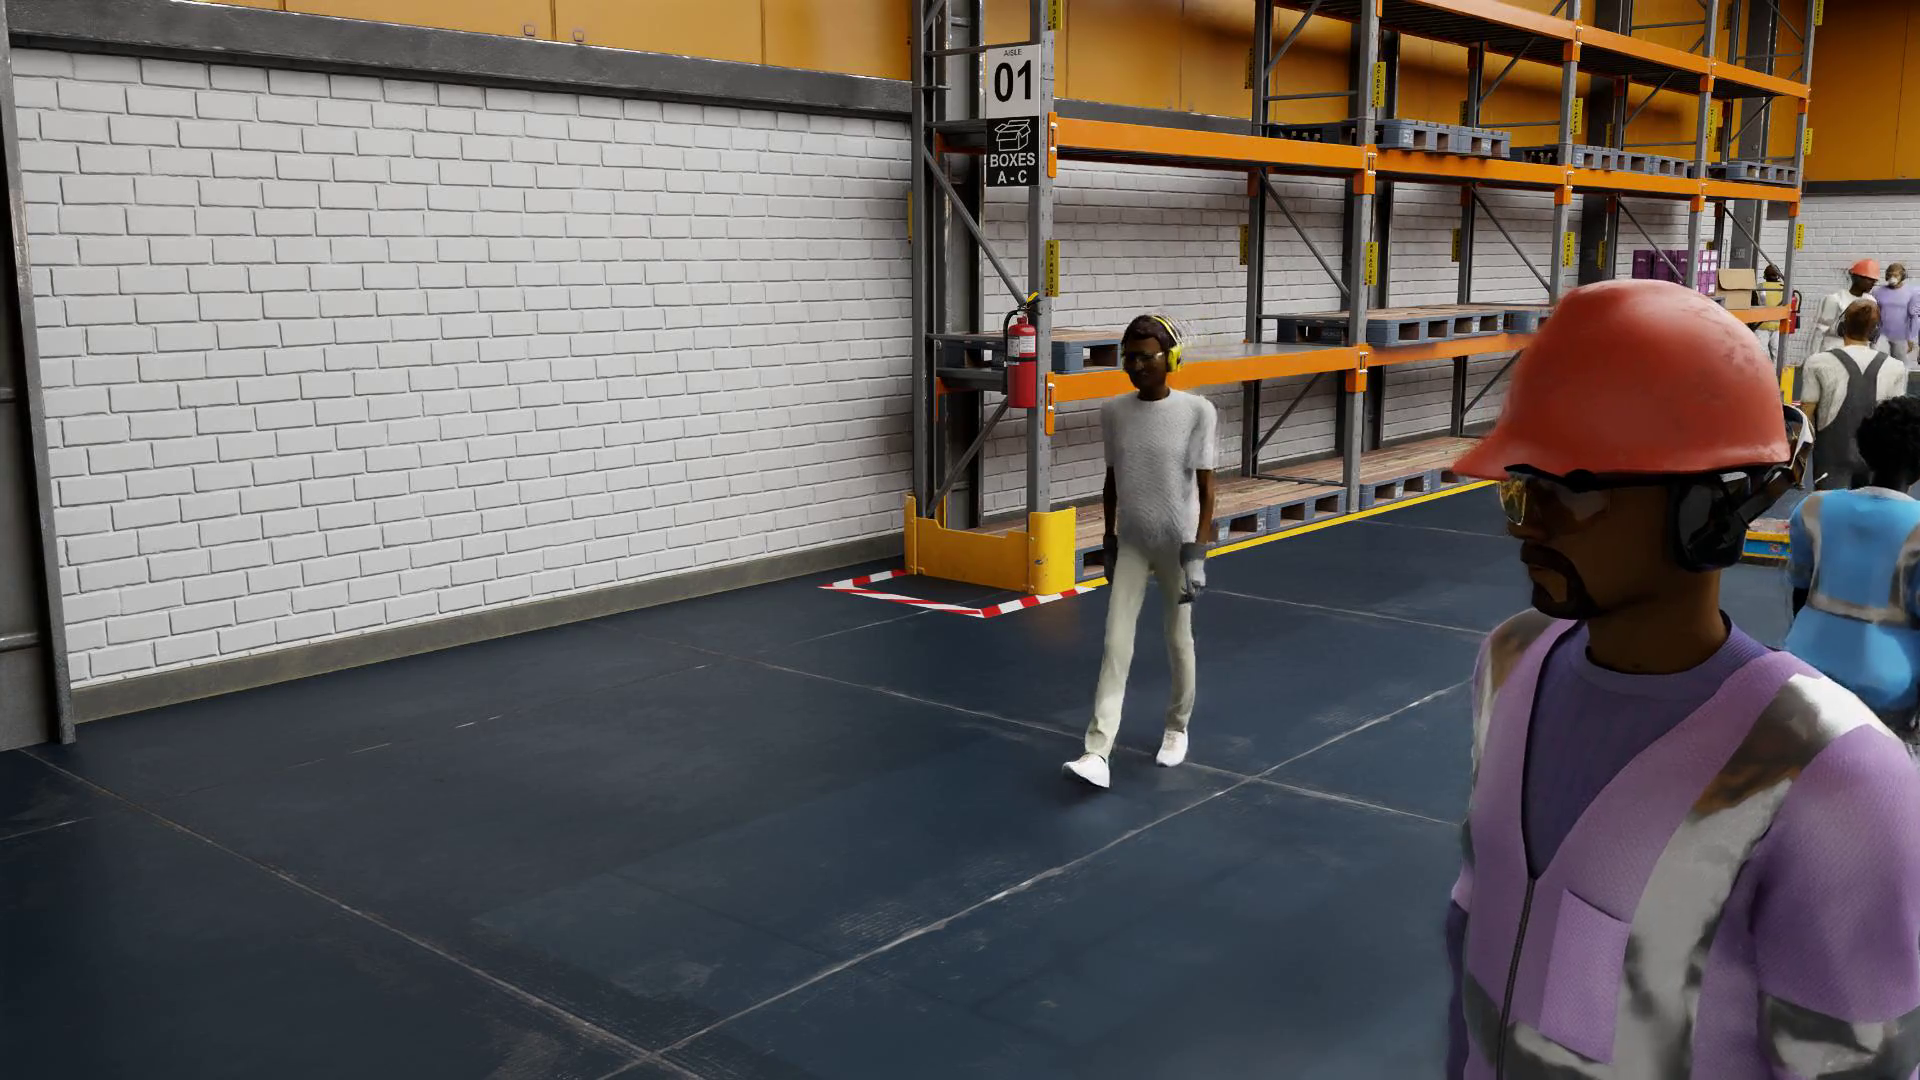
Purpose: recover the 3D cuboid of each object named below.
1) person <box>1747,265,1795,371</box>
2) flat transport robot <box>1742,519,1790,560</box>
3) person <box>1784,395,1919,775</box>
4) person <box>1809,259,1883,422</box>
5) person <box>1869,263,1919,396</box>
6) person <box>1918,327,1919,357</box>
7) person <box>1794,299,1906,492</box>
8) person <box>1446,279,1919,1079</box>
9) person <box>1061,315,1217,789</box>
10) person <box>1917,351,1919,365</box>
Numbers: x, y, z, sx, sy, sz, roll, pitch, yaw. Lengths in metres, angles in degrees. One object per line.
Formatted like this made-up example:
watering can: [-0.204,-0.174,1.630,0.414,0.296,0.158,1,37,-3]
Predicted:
person: [11.671,-3.051,24.025,0.633,1.839,0.429,1,10,3]
flat transport robot: [5.466,0.004,11.095,1.431,0.197,0.652,7,12,33]
person: [2.682,0.396,4.936,0.874,1.650,0.539,-8,12,-37]
person: [8.978,-1.856,16.878,0.610,1.958,1.059,-5,11,-25]
person: [11.925,-2.583,21.269,1.029,1.893,0.634,-10,14,-44]
person: [11.302,-2.182,18.919,0.639,1.895,0.975,2,10,13]
person: [4.848,-0.399,9.072,0.525,1.807,0.674,1,10,7]
person: [0.685,0.753,1.789,0.397,2.043,0.609,-3,10,-16]
person: [0.720,0.058,6.388,0.514,1.812,0.995,5,11,26]
person: [13.214,-2.772,22.315,0.501,1.881,0.677,-3,10,-16]
